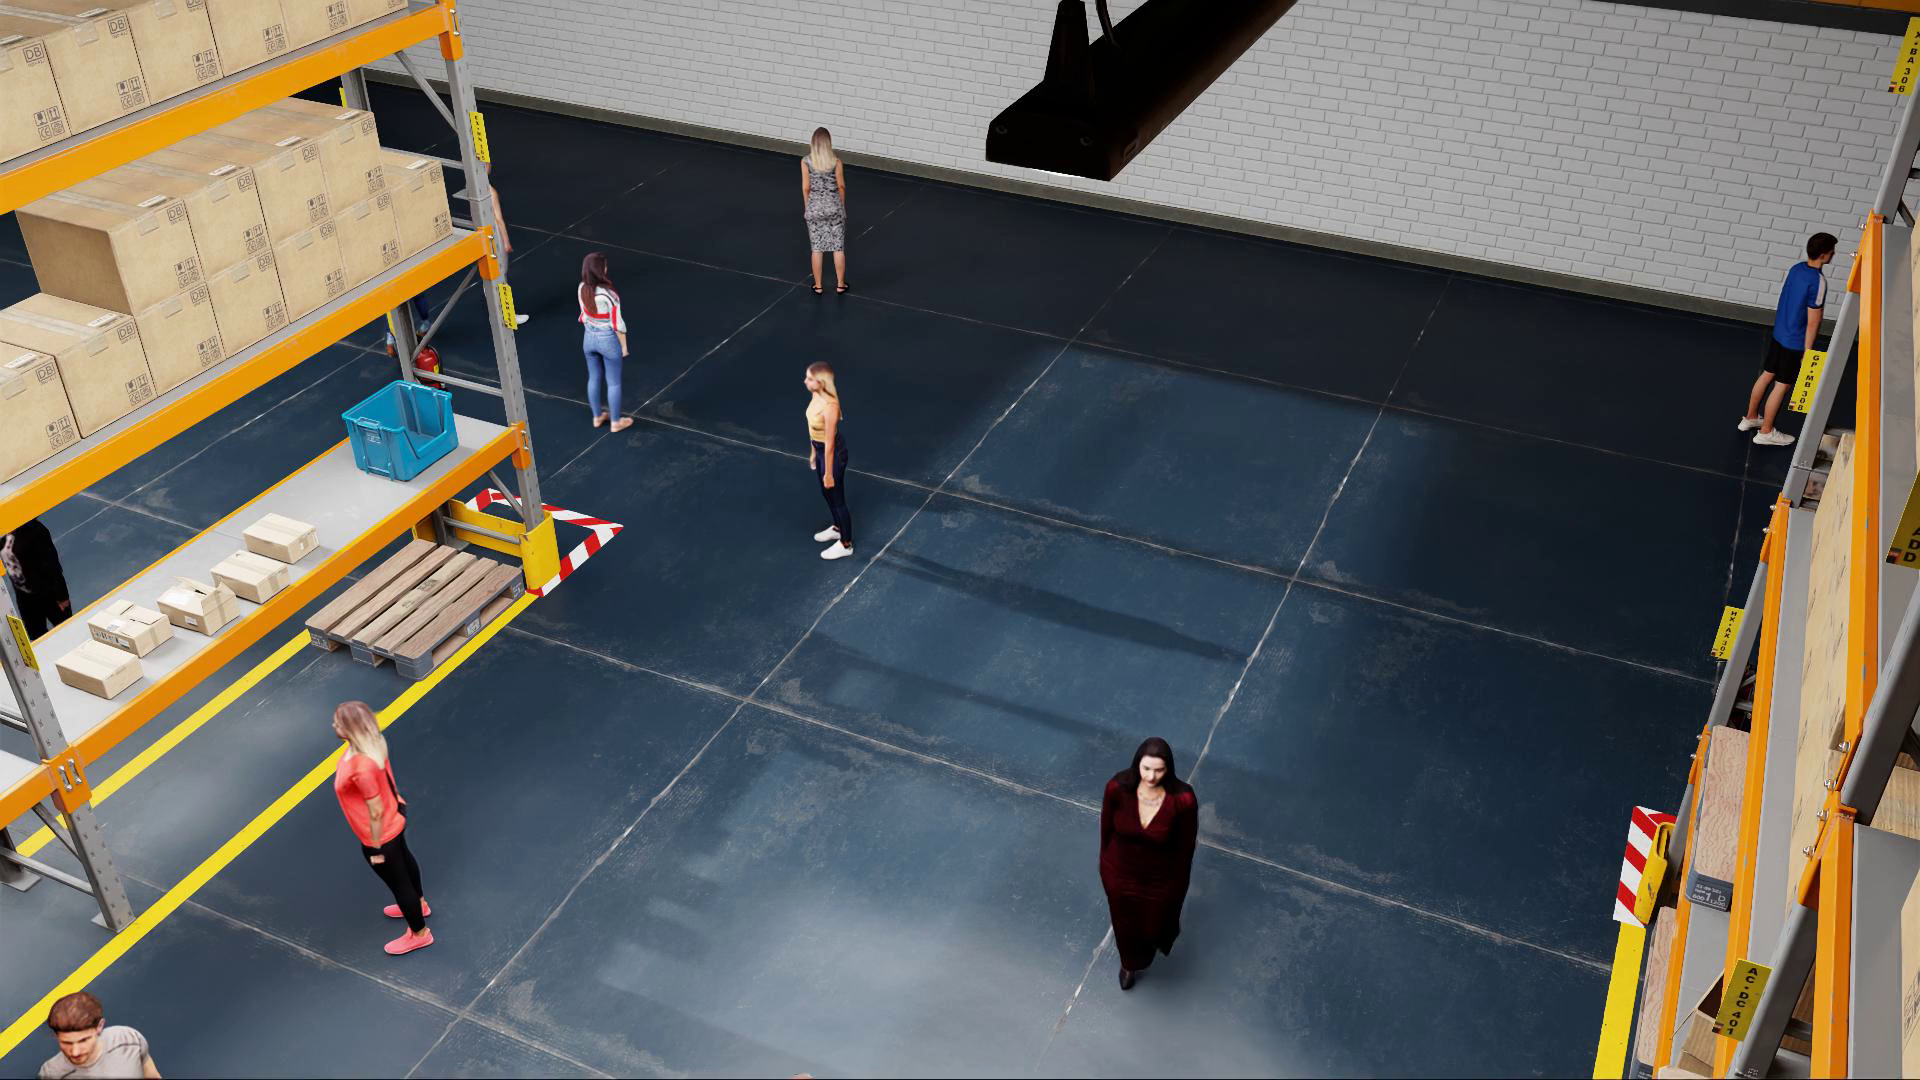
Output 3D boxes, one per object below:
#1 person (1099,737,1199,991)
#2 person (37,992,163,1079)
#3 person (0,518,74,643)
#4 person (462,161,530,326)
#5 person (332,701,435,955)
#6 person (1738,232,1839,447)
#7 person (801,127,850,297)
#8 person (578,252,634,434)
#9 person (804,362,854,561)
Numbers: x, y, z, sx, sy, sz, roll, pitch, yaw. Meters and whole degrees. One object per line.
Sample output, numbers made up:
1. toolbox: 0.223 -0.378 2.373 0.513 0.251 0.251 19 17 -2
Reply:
1. person: 1.000 1.685 8.913 0.684 1.751 0.737 11 35 16
2. person: -3.681 2.664 7.310 0.765 1.894 0.609 27 42 34
3. person: -6.069 0.280 11.112 0.617 1.656 0.990 13 36 19
4. person: -4.454 -2.848 15.773 0.597 1.707 0.562 21 39 29
5. person: -3.174 1.564 9.147 0.737 1.693 0.661 -9 35 -13
6. person: 6.951 -1.701 13.905 0.808 1.865 0.698 -4 34 -6
7. person: -1.328 -3.219 16.332 0.634 1.705 0.625 1 34 1
8. person: -3.036 -1.678 14.099 0.583 1.610 0.492 15 36 21
9. person: -0.977 -0.617 12.491 0.704 1.623 0.637 -10 35 -14
